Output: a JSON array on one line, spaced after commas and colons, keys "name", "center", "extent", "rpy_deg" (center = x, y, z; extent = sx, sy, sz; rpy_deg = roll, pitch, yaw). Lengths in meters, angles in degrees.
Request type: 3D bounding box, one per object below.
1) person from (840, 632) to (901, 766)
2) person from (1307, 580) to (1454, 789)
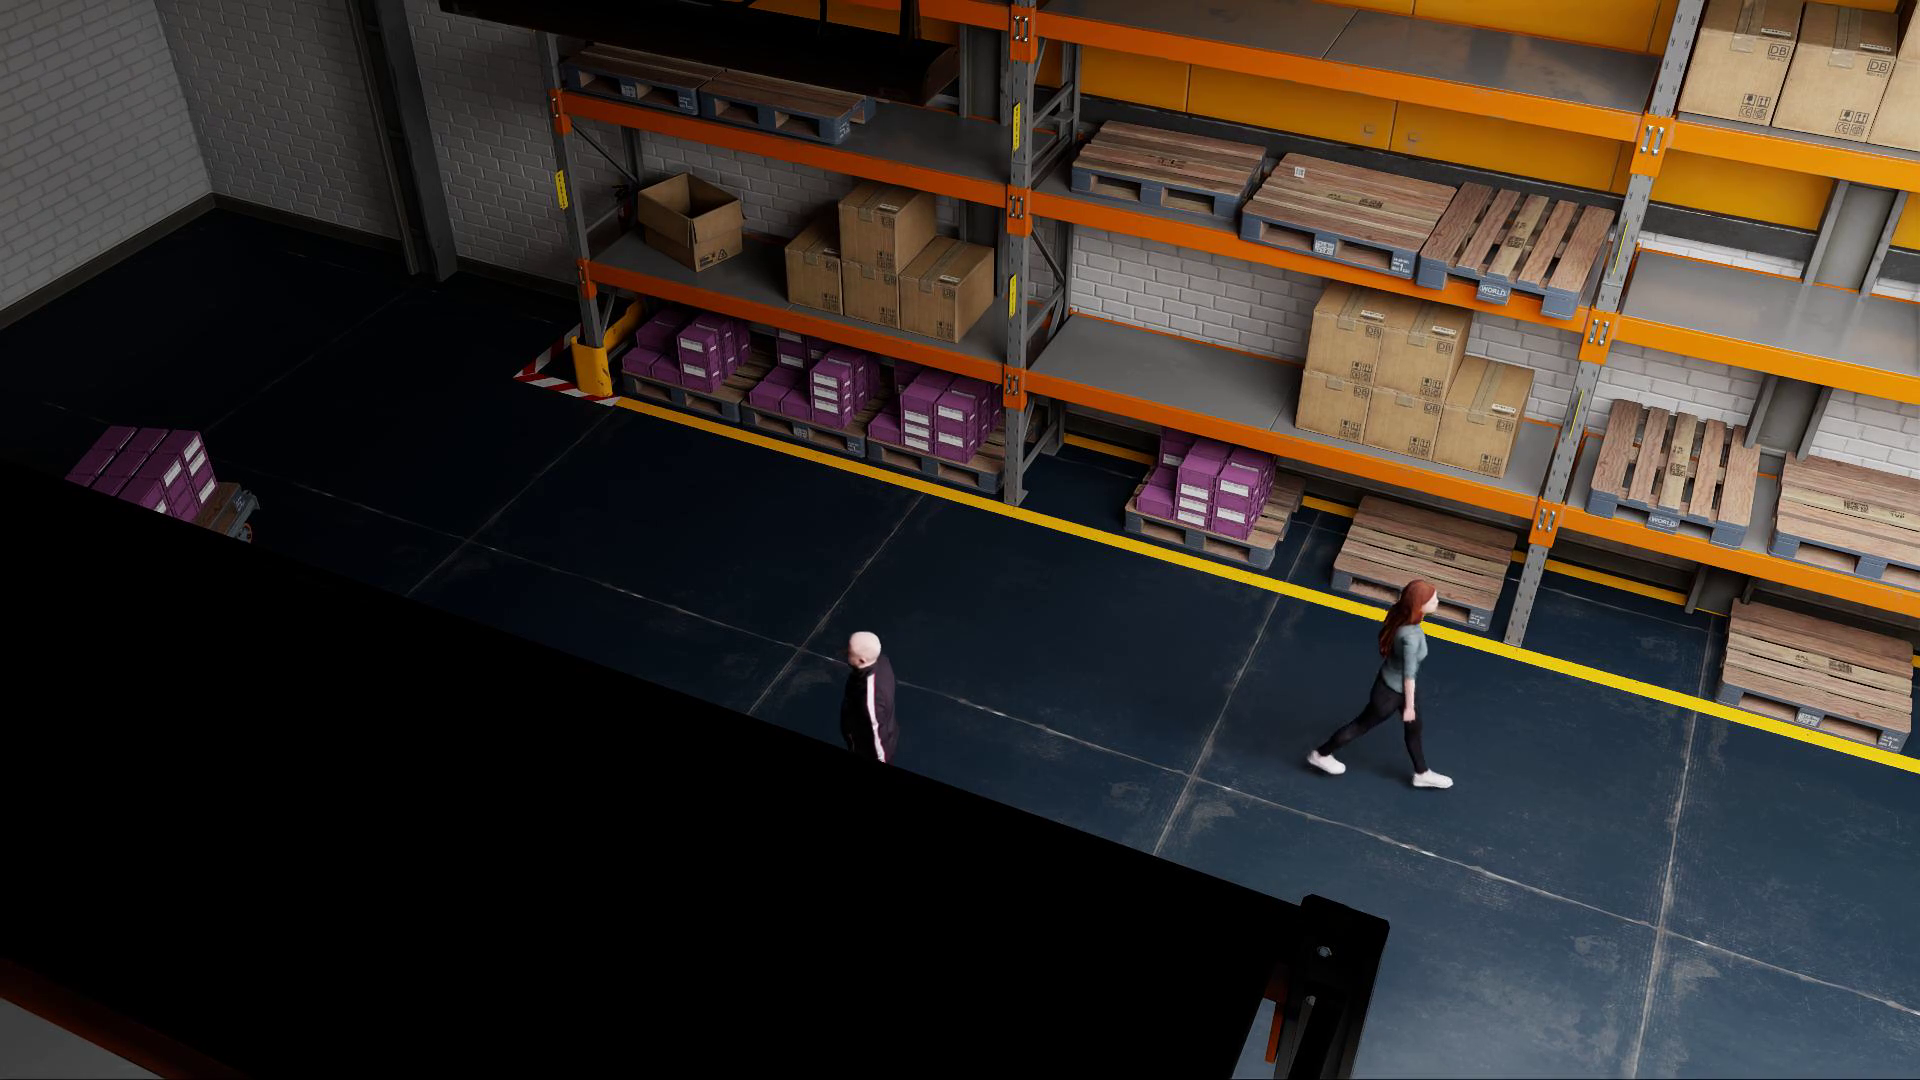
[{"name": "person", "center": [-0.447, 1.260, 10.088], "extent": [0.779, 1.821, 0.775], "rpy_deg": [4, 39, 5]}, {"name": "person", "center": [2.671, 0.953, 10.573], "extent": [1.228, 1.695, 0.776], "rpy_deg": [7, 39, 9]}]
